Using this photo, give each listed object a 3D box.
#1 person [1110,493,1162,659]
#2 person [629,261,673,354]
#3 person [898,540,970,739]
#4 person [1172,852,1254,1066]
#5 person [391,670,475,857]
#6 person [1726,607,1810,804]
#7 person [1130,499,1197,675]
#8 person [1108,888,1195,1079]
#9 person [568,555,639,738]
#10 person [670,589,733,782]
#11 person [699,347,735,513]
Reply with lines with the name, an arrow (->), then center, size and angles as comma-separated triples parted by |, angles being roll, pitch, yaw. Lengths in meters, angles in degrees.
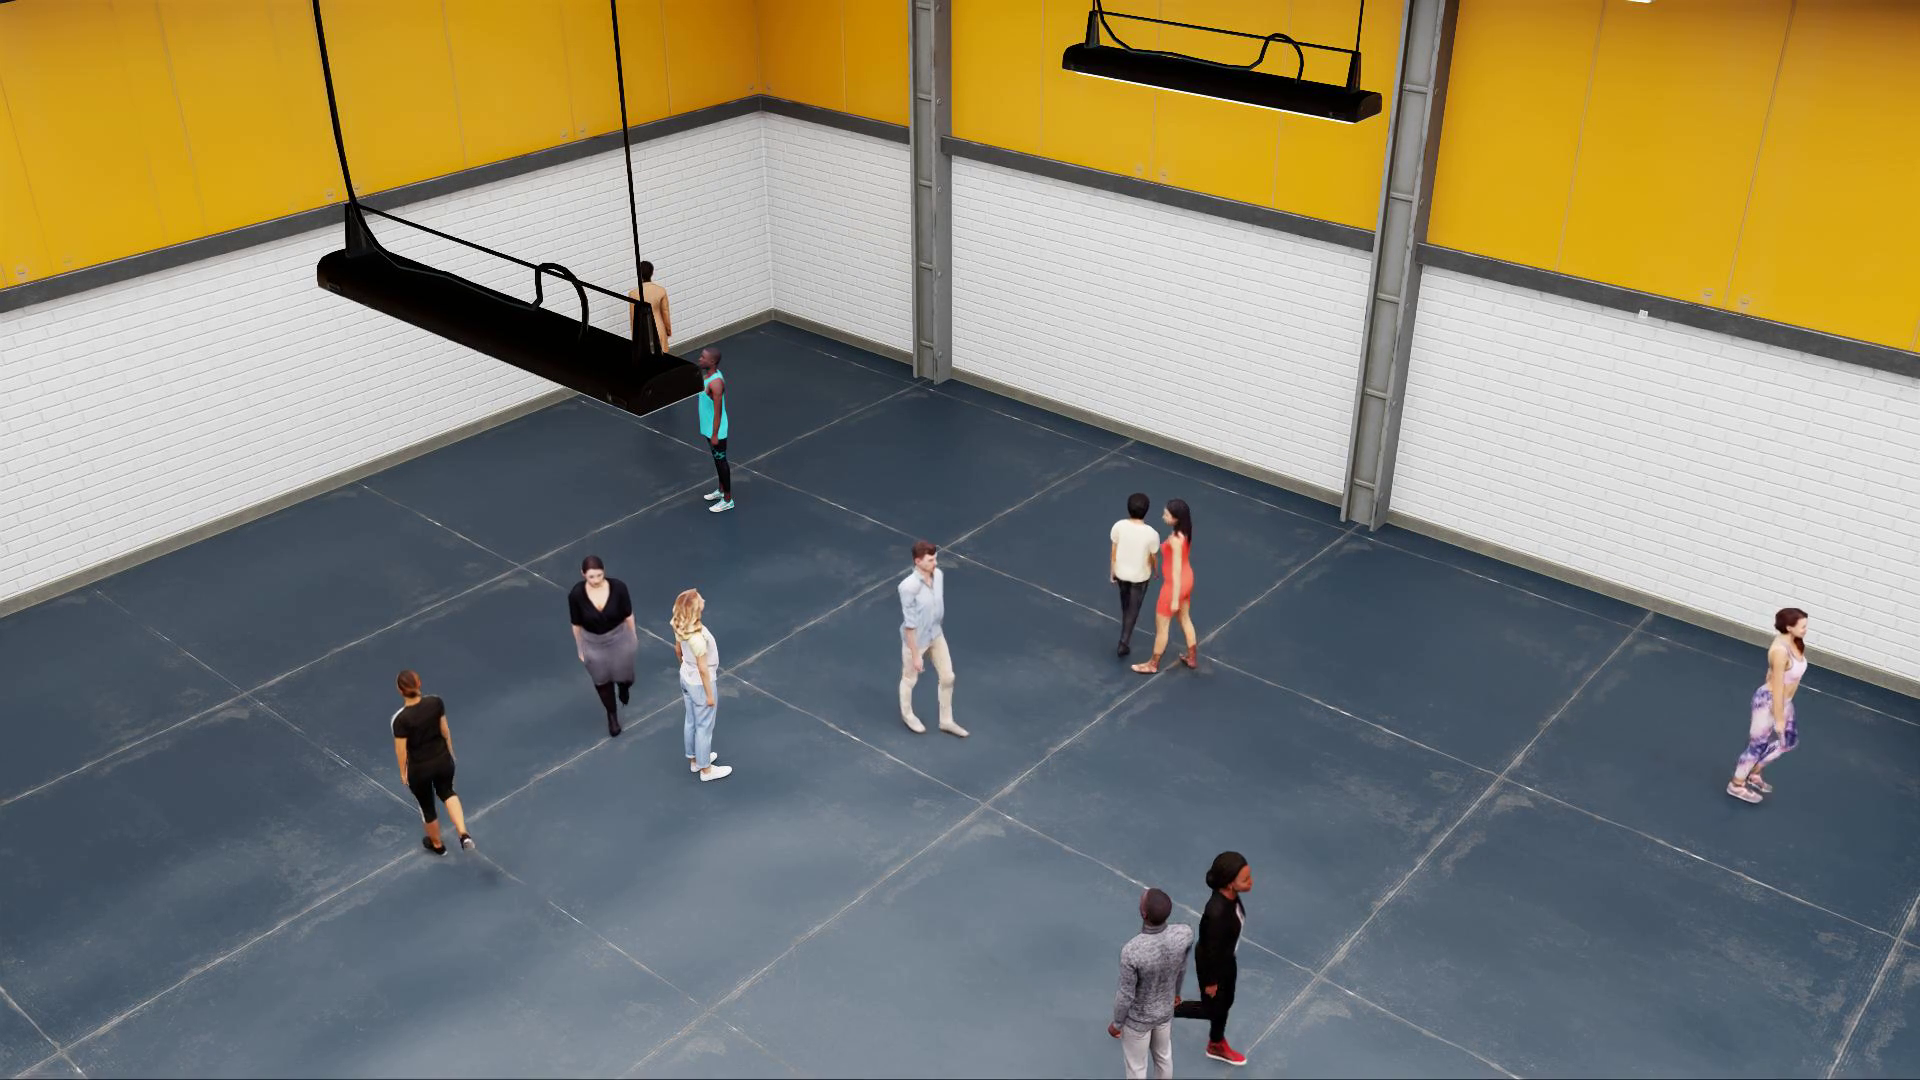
person -> 1.519, 0.358, 14.855 | 0.837, 1.566, 0.752 | 15, 32, 25
person -> -3.714, -2.513, 19.951 | 0.756, 1.726, 0.762 | -13, 31, -22
person -> -0.383, 0.793, 13.785 | 0.693, 1.827, 0.872 | -25, 37, -38
person -> 1.550, 2.659, 10.544 | 0.967, 1.654, 0.729 | 13, 31, 22
person -> -3.893, 1.692, 12.314 | 0.628, 1.657, 0.796 | -26, 38, -38
person -> 6.246, 1.280, 12.966 | 0.601, 1.755, 0.588 | 20, 35, 33
person -> 1.944, 0.410, 14.615 | 0.903, 1.704, 0.835 | 12, 31, 21
person -> 1.139, 2.838, 10.023 | 0.747, 1.839, 0.655 | -17, 33, -29
person -> -2.962, 0.825, 13.821 | 0.911, 1.736, 0.983 | -6, 29, -12
person -> -2.094, 1.148, 13.242 | 0.734, 1.723, 0.569 | -19, 34, -31
person -> -2.549, -1.177, 17.413 | 0.735, 1.811, 0.630 | -8, 30, -14
